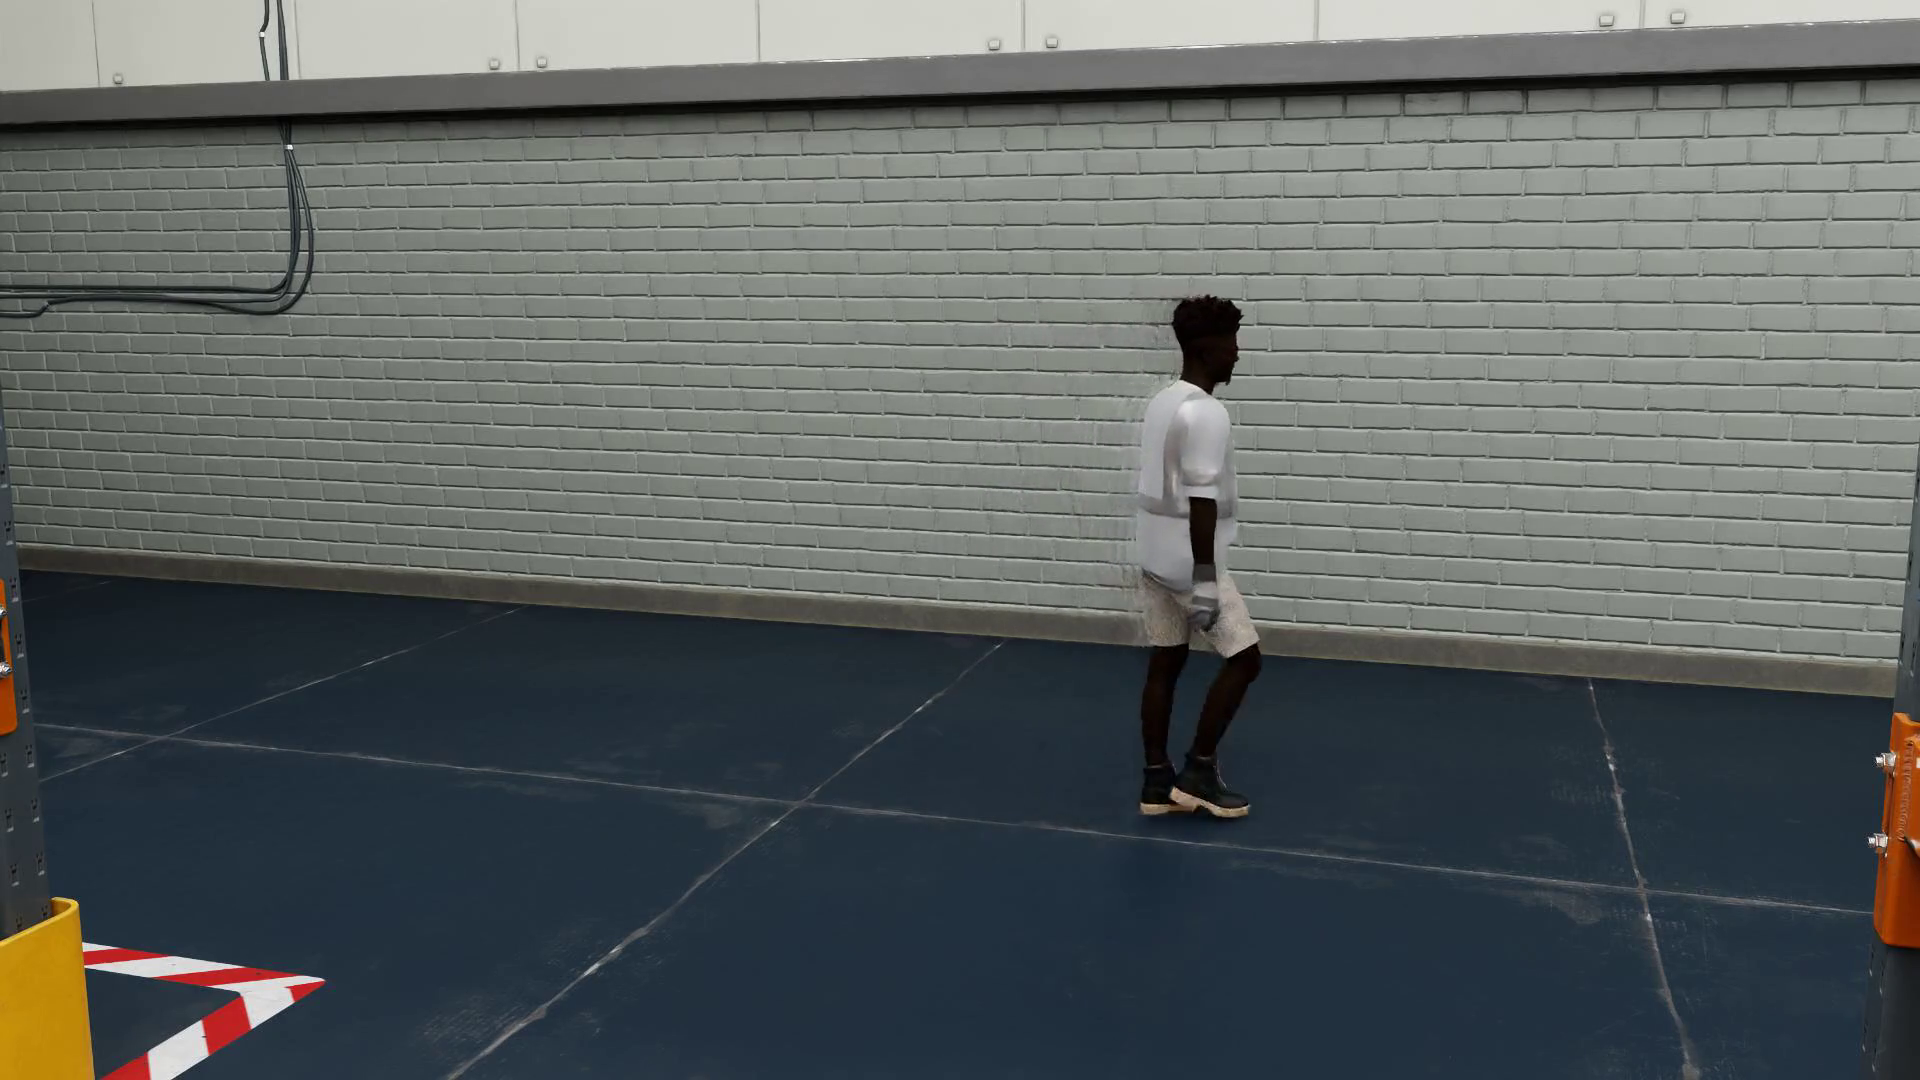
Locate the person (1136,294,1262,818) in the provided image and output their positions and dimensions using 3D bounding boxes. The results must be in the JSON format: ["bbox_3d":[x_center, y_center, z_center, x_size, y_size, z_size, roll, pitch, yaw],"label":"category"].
[{"bbox_3d":[0.912,0.077,6.141,0.535,1.947,0.645,-2,10,-13],"label":"person"}]
